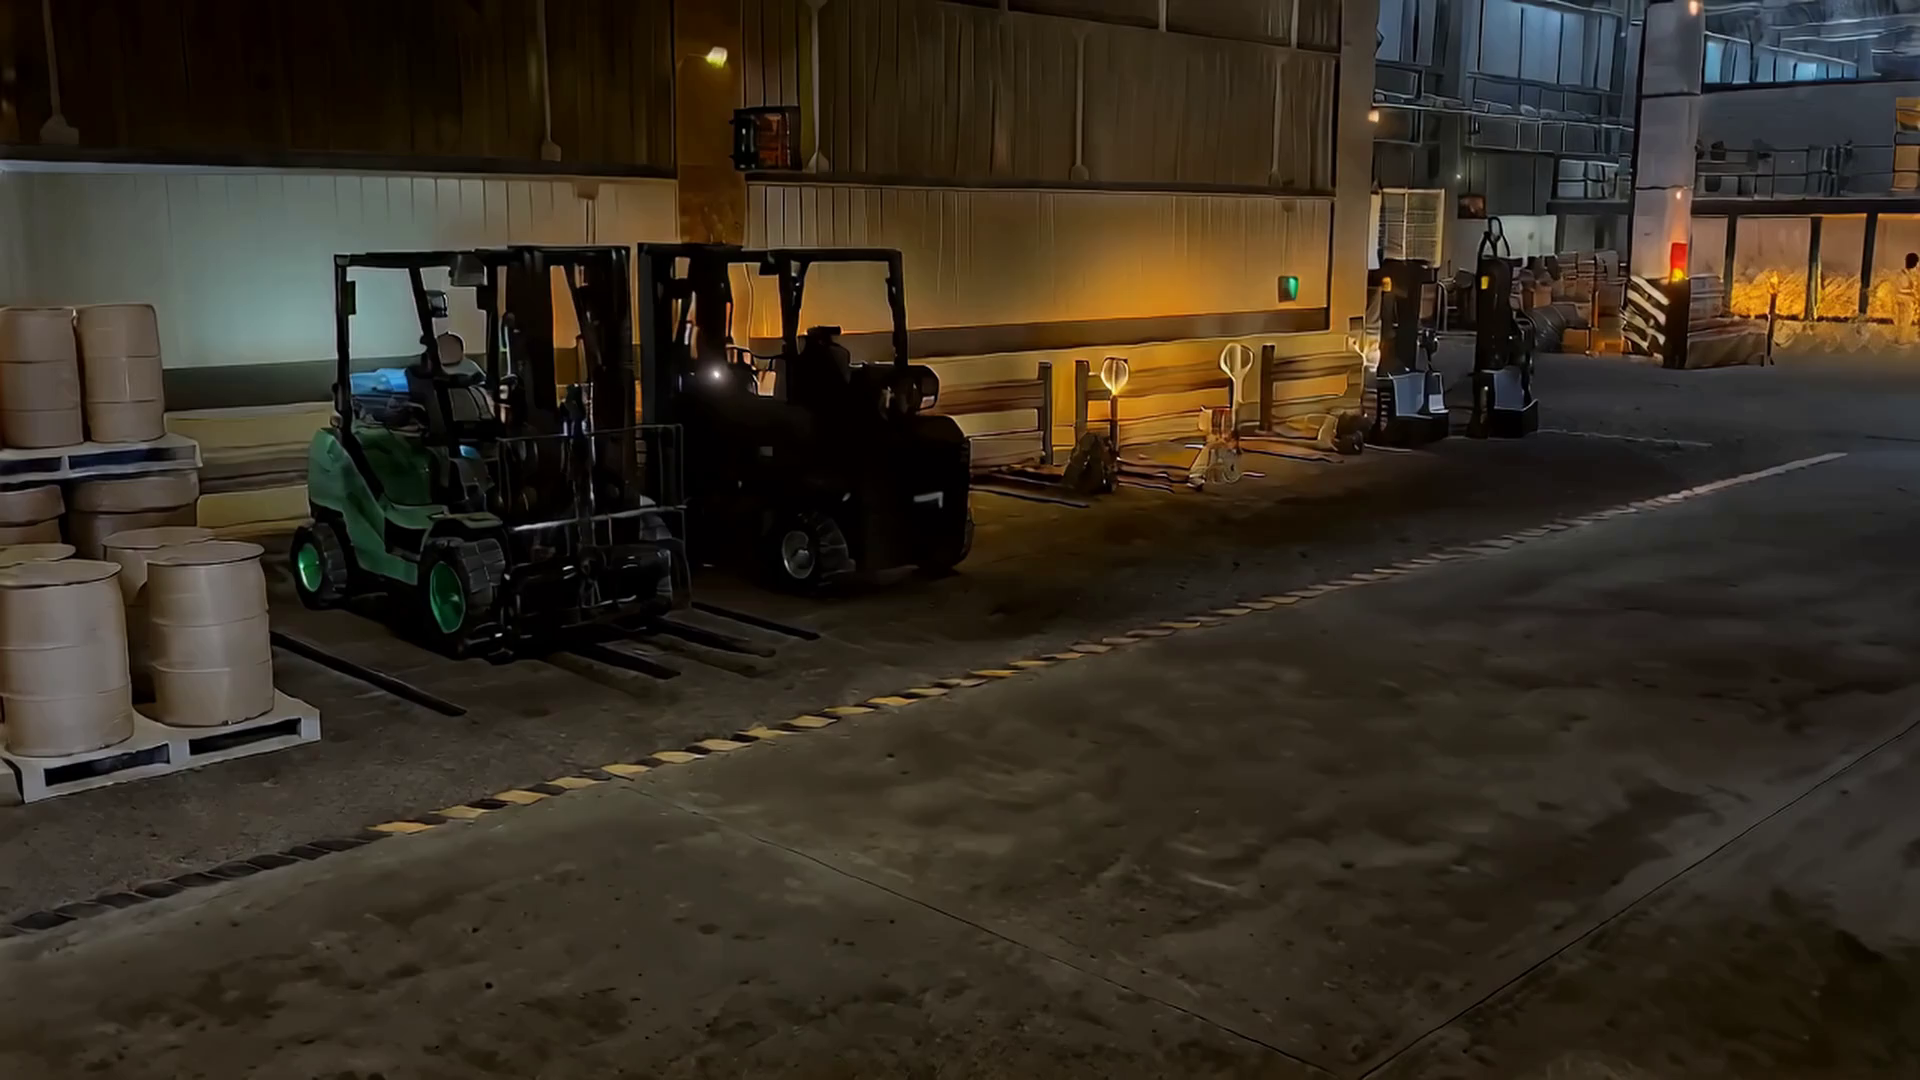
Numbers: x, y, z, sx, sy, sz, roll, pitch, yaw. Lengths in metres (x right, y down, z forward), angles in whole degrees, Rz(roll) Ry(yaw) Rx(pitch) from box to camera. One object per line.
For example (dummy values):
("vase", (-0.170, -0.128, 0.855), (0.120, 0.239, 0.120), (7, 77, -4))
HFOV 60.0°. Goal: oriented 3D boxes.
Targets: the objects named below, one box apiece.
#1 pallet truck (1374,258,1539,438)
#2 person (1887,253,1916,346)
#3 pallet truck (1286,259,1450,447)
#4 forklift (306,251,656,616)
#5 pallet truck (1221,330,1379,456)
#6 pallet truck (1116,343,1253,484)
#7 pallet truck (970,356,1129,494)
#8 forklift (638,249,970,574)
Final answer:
("pallet truck", (5.704, -2.208, 18.901), (1.885, 1.965, 0.823), (10, 14, 43))
("person", (19.111, -4.851, 33.646), (0.581, 1.880, 0.479), (-6, 12, -31))
("pallet truck", (4.493, -2.078, 18.196), (0.823, 1.965, 1.885), (-9, 14, -40))
("forklift", (-2.833, -0.669, 9.694), (1.157, 1.987, 2.680), (-10, 14, -44))
("pallet truck", (3.563, -1.581, 17.381), (0.653, 1.274, 1.630), (-10, 14, -44))
("pallet truck", (1.962, -1.215, 15.415), (1.522, 1.261, 0.704), (10, 14, 43))
("pallet truck", (0.784, -1.085, 14.876), (0.680, 1.201, 1.601), (-10, 14, -44))
("forklift", (-1.173, -0.958, 11.239), (2.680, 1.987, 1.157), (10, 14, 43))
